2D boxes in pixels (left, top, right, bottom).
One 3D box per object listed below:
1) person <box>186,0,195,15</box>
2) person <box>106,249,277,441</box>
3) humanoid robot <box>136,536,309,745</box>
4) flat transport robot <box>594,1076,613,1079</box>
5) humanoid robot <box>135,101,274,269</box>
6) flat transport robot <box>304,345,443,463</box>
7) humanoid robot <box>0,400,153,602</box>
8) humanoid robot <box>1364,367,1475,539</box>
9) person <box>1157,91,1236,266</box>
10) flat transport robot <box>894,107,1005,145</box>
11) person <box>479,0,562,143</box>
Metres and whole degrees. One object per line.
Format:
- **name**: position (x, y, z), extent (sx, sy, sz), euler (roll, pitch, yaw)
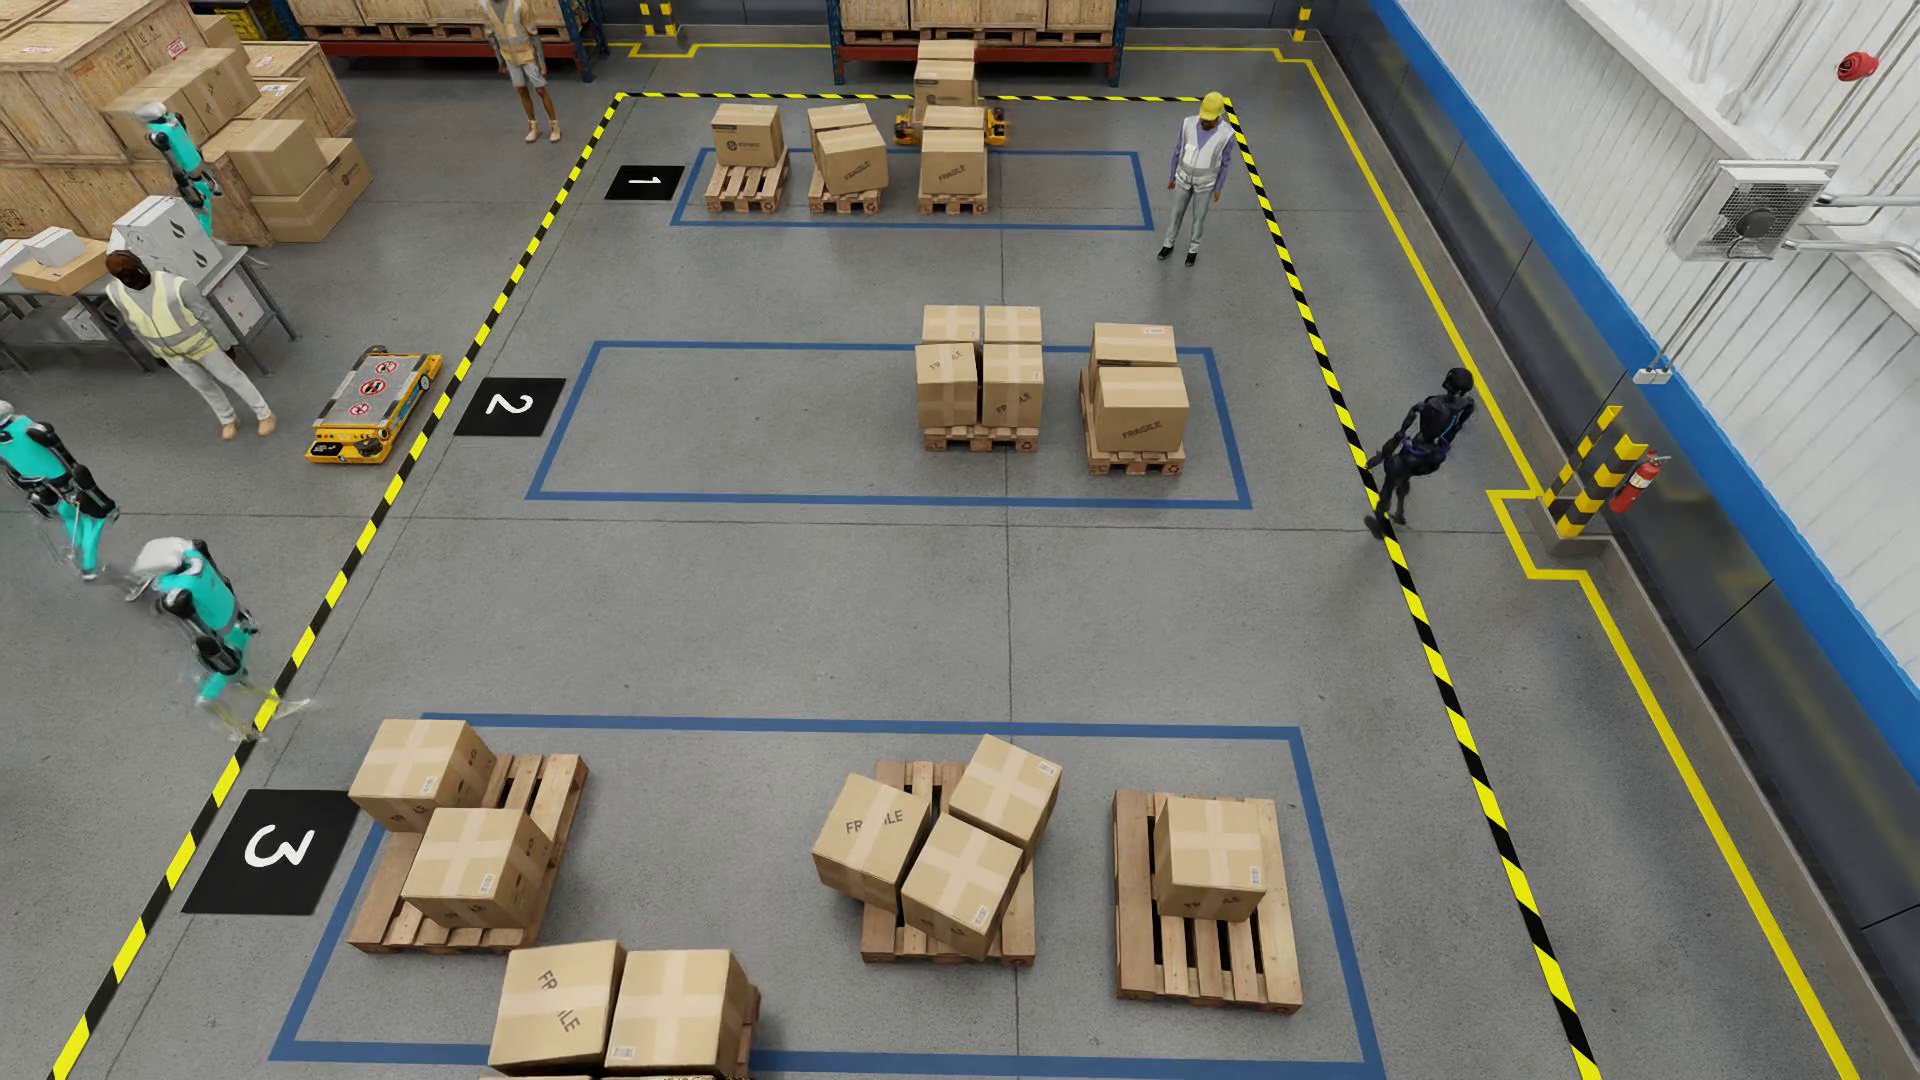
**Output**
- **person**: position (-10.663, -7.117, 12.318), extent (0.393, 1.910, 0.585), euler (28, 55, 22)
- **person**: position (-6.474, -1.617, 7.713), extent (0.629, 1.837, 0.429), euler (-8, 50, -7)
- **humanoid robot**: position (-4.829, 0.693, 5.832), extent (0.808, 1.773, 0.555), euler (-14, 51, -11)
- **flat transport robot**: position (-1.693, 2.963, 4.842), extent (0.652, 0.197, 1.431), euler (-1, 50, -1)
- **humanoid robot**: position (-7.963, -3.583, 9.445), extent (0.875, 1.788, 0.542), euler (-7, 50, -6)
- **flat transport robot**: position (-5.383, -1.269, 8.441), extent (0.659, 0.231, 1.431), euler (1, 50, 1)
- **humanoid robot**: position (-6.391, -0.094, 6.528), extent (0.535, 1.838, 0.753), euler (1, 50, 1)
- **humanoid robot**: position (3.449, -0.655, 6.997), extent (0.603, 1.654, 0.349), euler (-8, 50, -7)
- **person**: position (2.444, -3.724, 9.497), extent (0.587, 1.827, 0.403), euler (21, 53, 17)
- **flat transport robot**: position (-0.130, -5.401, 11.919), extent (1.431, 0.197, 0.652), euler (1, 50, 1)
- **person**: position (-5.378, -5.882, 11.191), extent (0.606, 2.032, 0.400), euler (3, 50, 2)
